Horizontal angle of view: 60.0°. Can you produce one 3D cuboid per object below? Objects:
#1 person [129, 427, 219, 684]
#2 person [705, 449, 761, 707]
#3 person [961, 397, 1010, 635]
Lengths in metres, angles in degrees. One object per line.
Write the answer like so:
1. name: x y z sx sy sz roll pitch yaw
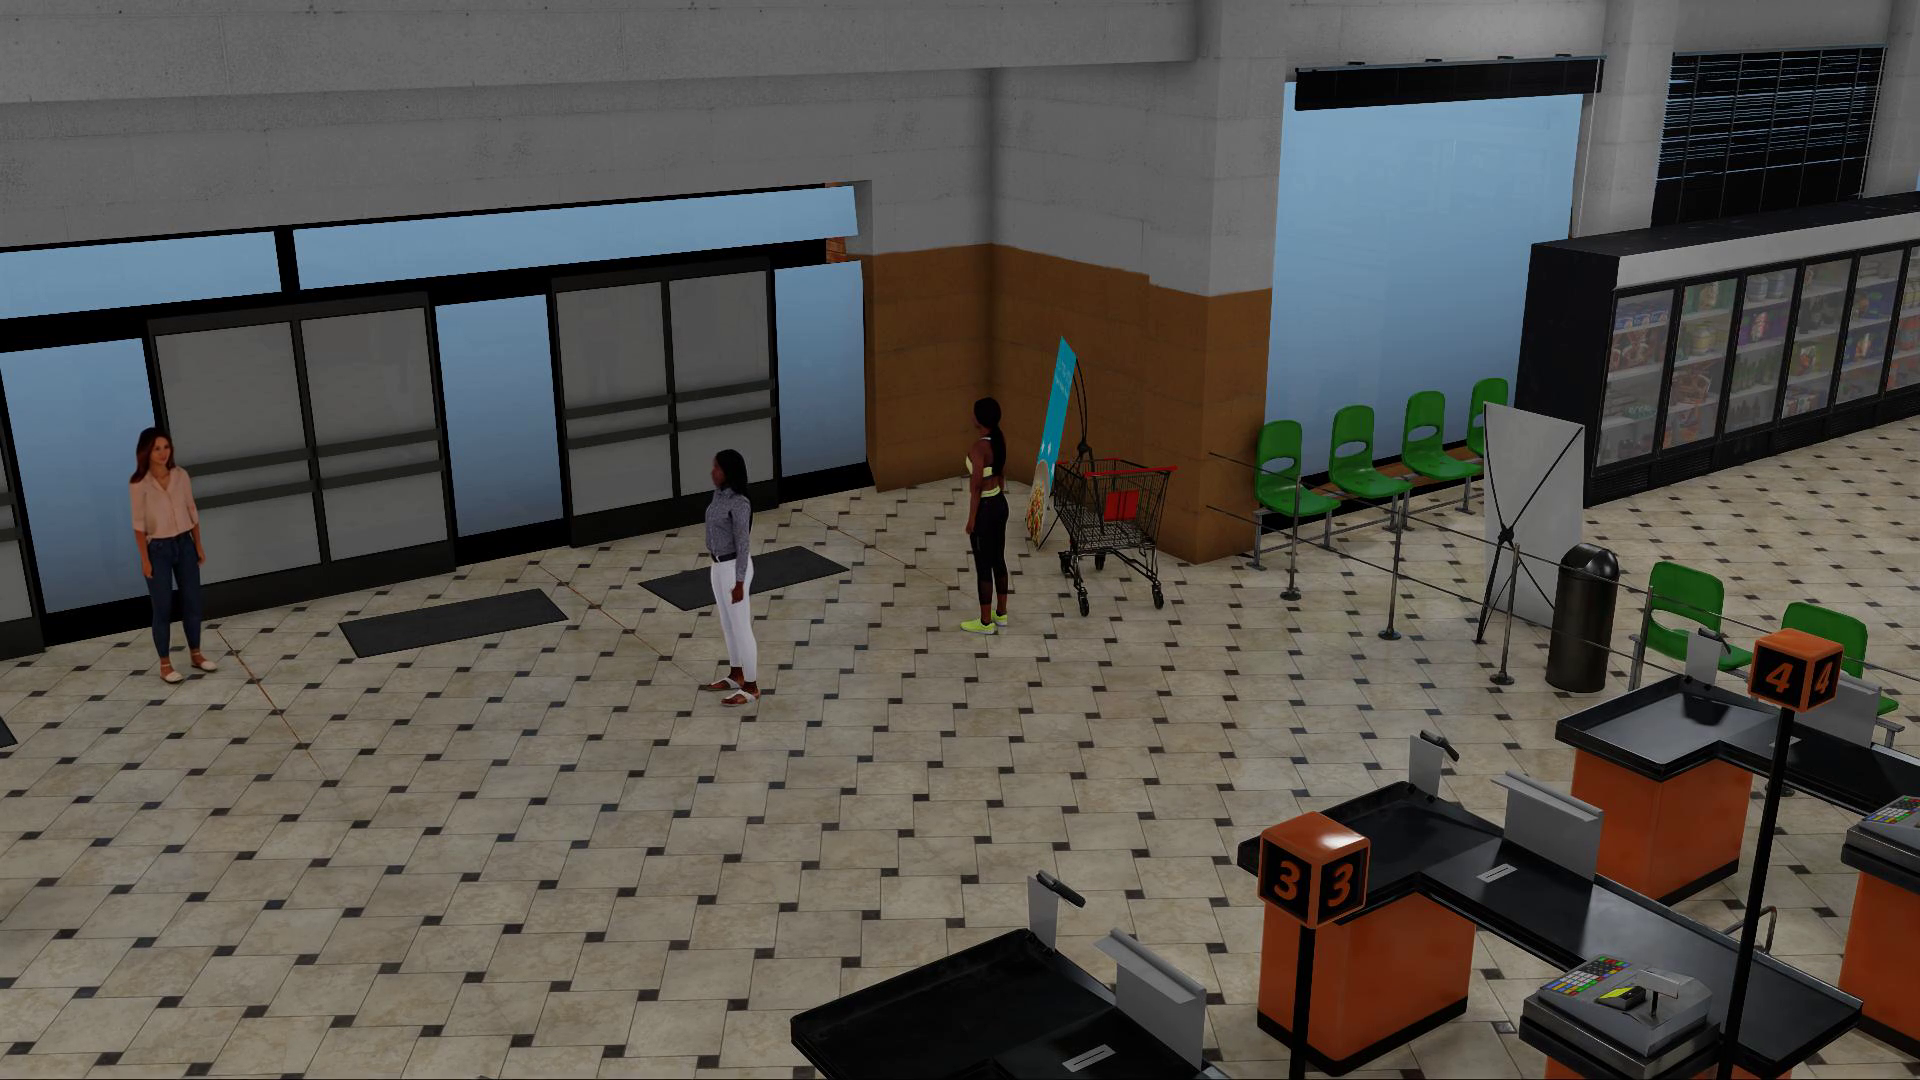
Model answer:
1. person: -5.367 0.091 11.276 0.634 1.786 0.649 14 23 37
2. person: -1.506 0.231 10.957 0.679 1.724 0.479 -10 21 -27
3. person: 0.211 -0.182 12.134 0.613 1.755 0.629 13 23 33
